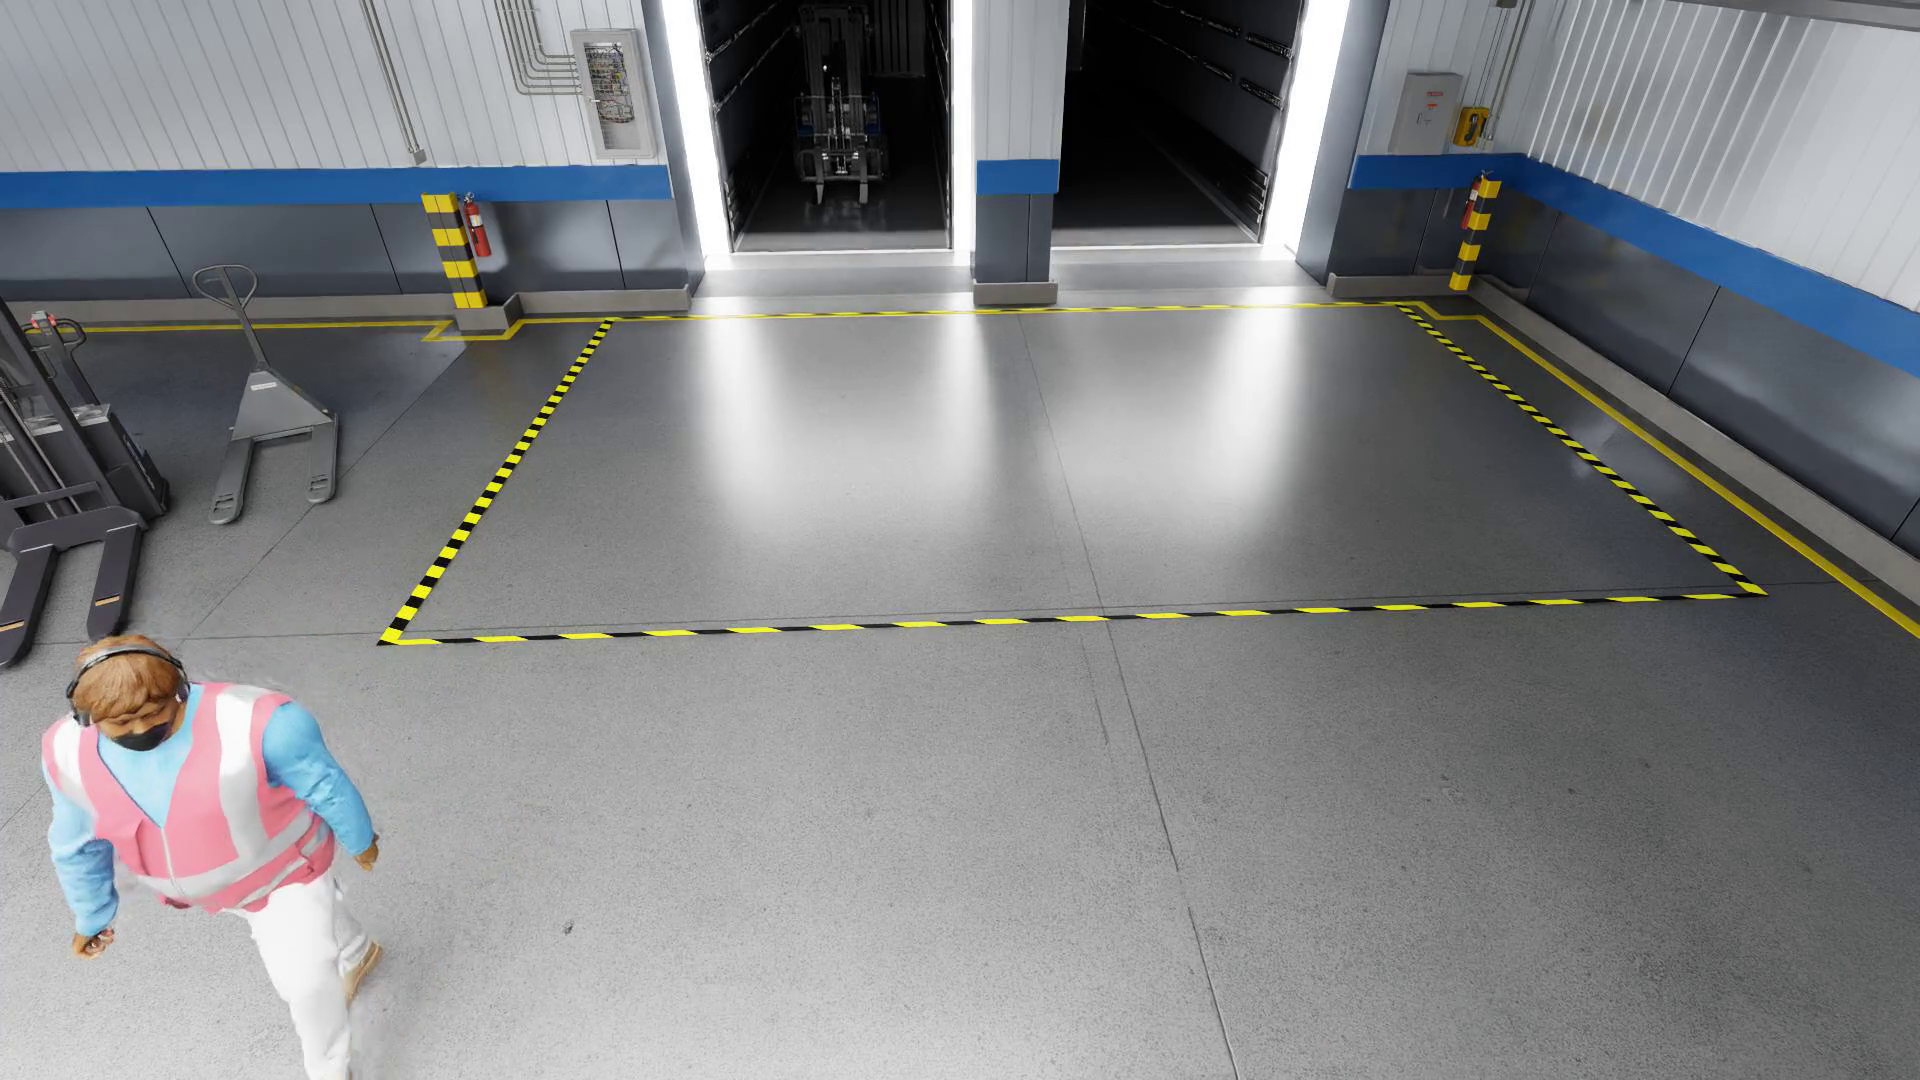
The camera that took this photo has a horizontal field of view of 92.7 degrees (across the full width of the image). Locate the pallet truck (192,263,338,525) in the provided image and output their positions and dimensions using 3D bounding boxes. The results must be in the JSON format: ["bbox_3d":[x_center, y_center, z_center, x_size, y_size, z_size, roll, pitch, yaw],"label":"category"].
[{"bbox_3d":[-4.778,-1.027,6.128,0.680,1.201,1.601,-17,38,-23],"label":"pallet truck"}]

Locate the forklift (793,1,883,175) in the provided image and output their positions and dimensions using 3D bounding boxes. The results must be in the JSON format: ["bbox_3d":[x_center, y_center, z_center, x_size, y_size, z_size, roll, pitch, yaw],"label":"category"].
[{"bbox_3d":[-1.700,-6.420,12.902,1.157,2.036,2.680,-3,35,-4],"label":"forklift"}]

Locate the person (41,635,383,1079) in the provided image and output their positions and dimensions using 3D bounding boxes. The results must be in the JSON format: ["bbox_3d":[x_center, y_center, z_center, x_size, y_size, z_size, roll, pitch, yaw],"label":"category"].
[{"bbox_3d":[-2.150,1.031,2.664,0.701,1.809,0.760,-1,35,-1],"label":"person"}]

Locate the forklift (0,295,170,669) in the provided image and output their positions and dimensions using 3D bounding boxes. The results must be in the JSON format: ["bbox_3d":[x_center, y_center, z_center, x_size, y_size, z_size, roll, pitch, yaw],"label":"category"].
[{"bbox_3d":[-5.212,-0.618,4.878,0.823,1.965,1.885,-20,39,-26],"label":"forklift"}]
